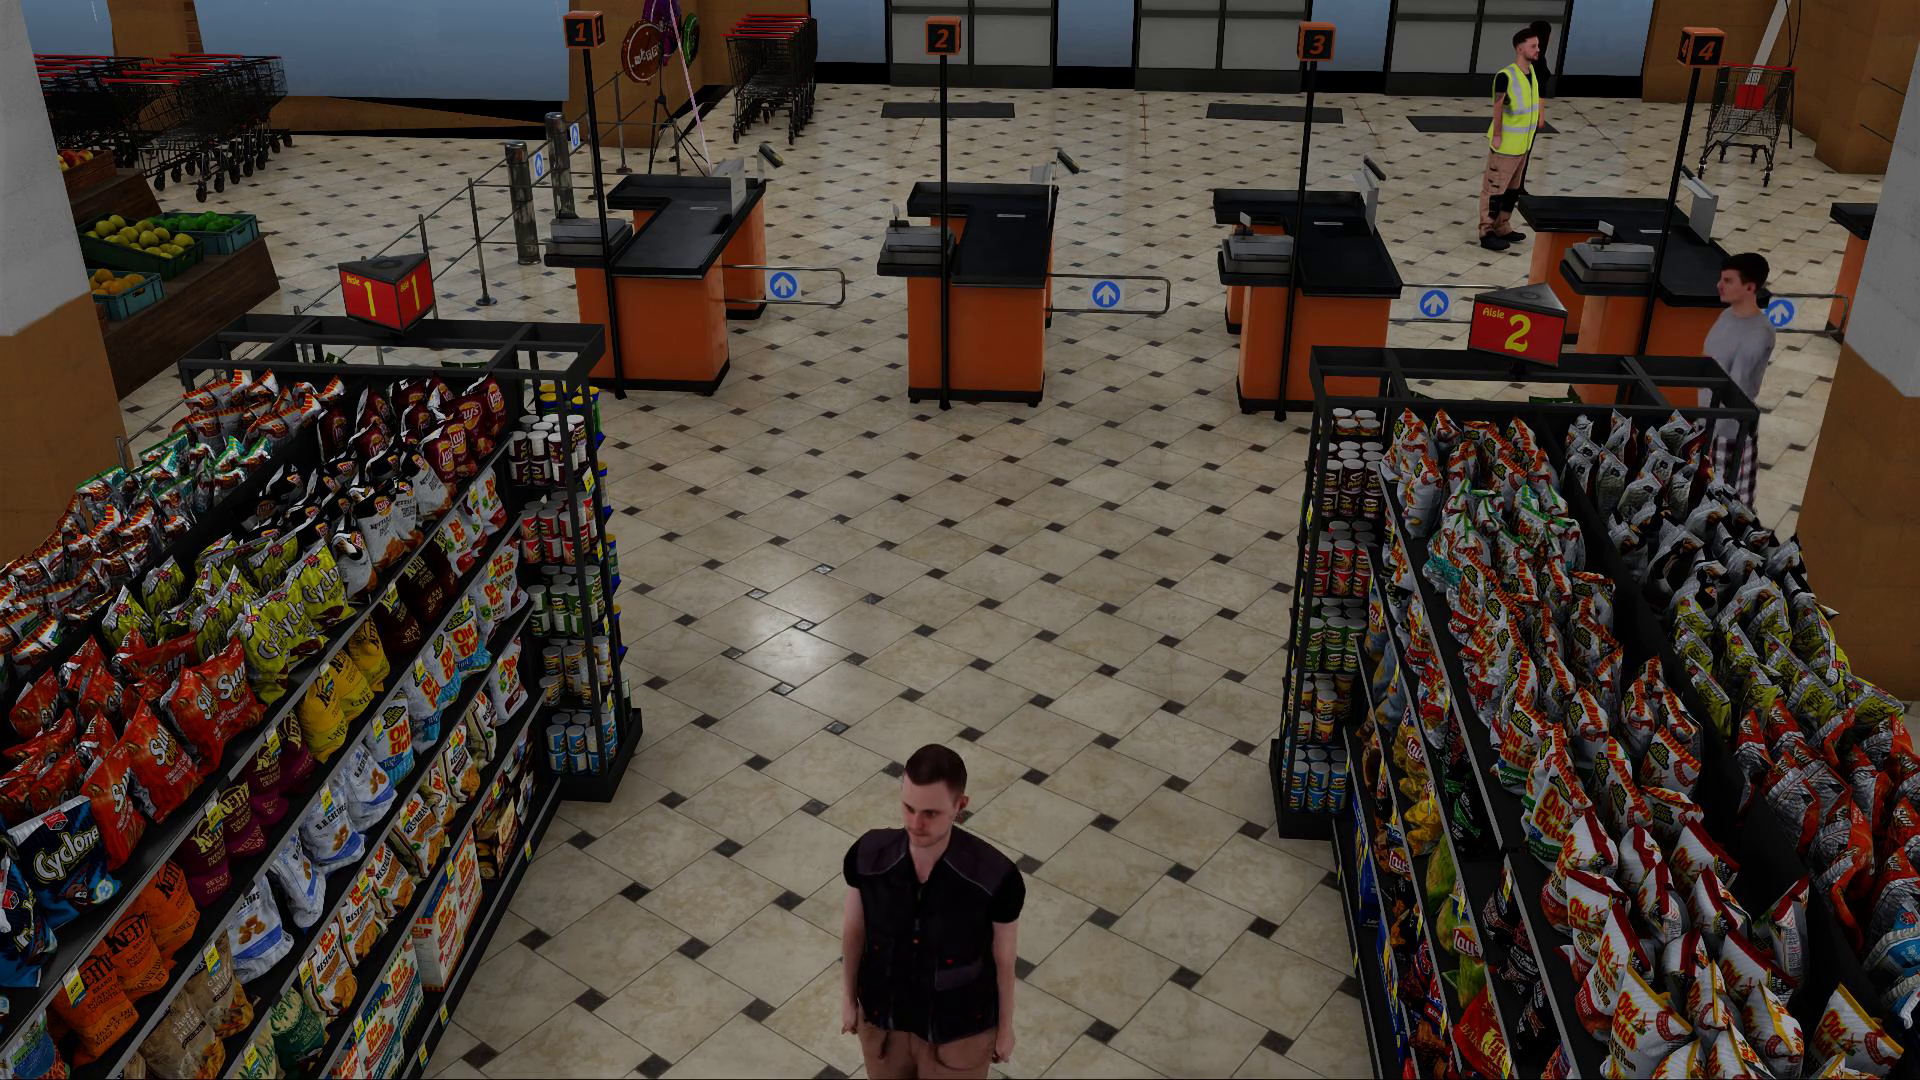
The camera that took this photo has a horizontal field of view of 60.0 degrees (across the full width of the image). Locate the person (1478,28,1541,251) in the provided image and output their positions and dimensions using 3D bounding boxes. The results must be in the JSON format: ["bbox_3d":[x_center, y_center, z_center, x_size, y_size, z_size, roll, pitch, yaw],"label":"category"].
[{"bbox_3d":[4.708,-3.424,14.185,0.911,1.846,0.839,22,34,37],"label":"person"}]

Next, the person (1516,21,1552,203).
[{"bbox_3d":[5.298,-4.019,15.585,0.700,1.642,0.572,-9,28,-18],"label":"person"}]

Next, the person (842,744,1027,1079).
[{"bbox_3d":[-0.058,1.325,4.855,0.862,1.815,1.115,9,28,17],"label":"person"}]
